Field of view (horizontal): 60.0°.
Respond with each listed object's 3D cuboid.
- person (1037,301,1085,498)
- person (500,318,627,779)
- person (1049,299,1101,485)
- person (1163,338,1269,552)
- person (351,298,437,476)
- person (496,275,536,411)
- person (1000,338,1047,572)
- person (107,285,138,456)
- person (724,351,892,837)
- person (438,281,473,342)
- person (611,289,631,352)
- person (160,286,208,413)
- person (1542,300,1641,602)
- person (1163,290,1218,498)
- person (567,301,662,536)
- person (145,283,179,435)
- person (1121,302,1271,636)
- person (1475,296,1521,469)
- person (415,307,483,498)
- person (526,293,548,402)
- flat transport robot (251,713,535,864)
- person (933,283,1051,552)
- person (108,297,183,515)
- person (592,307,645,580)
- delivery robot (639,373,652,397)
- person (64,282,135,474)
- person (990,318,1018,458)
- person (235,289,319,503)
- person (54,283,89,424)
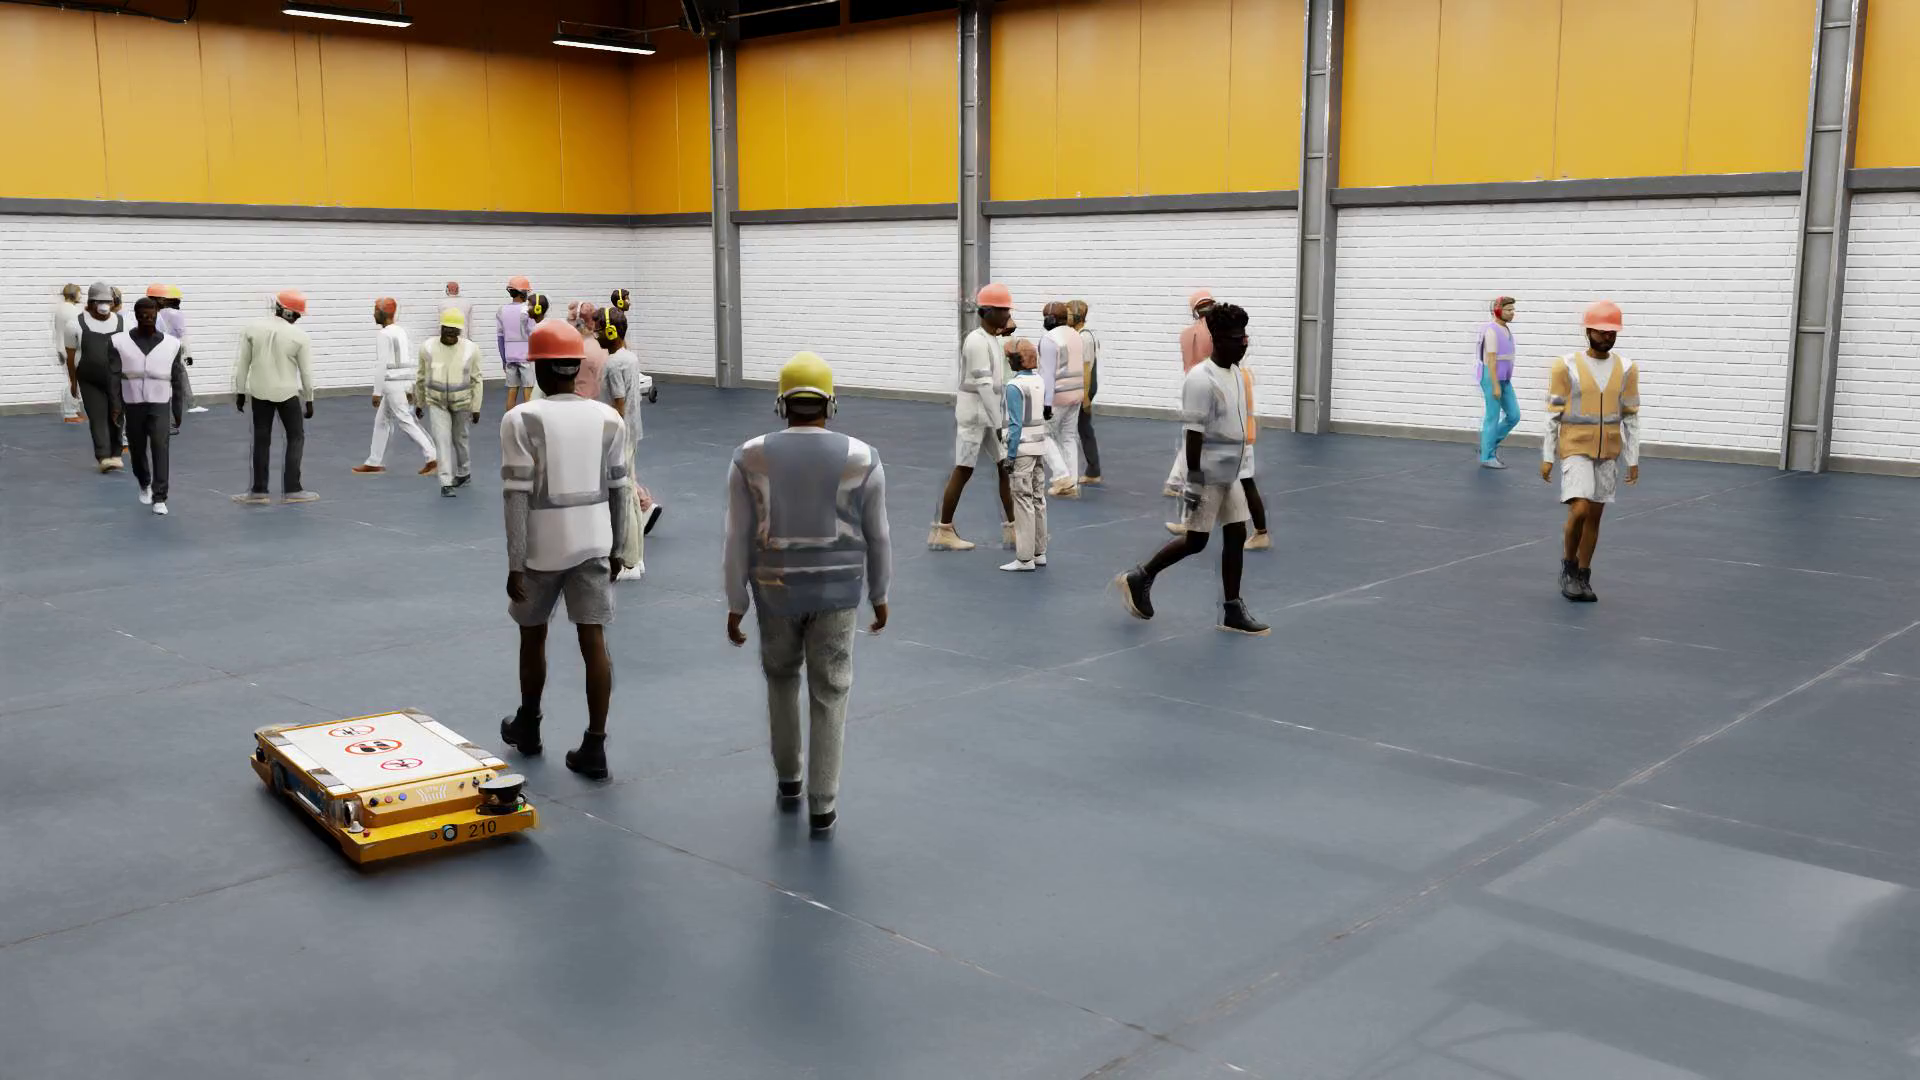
[{"bbox_3d":[0.916,-1.277,15.325,0.443,1.822,0.689,6,11,34],"label":"person"},{"bbox_3d":[-1.729,0.018,7.098,0.578,1.905,0.882,-6,11,-34],"label":"person"},{"bbox_3d":[1.099,-1.427,16.243,0.666,1.824,0.530,1,9,5],"label":"person"},{"bbox_3d":[1.960,-0.743,12.516,0.848,1.649,0.556,3,10,15],"label":"person"},{"bbox_3d":[-5.764,-1.563,17.047,1.003,1.838,0.589,0,9,0],"label":"person"},{"bbox_3d":[-5.407,-2.236,20.513,0.607,2.044,0.378,4,10,23],"label":"person"},{"bbox_3d":[0.450,-0.594,11.687,0.311,1.636,0.523,4,10,25],"label":"person"},{"bbox_3d":[-9.586,-1.928,18.955,0.629,1.937,0.373,7,11,35],"label":"person"},{"bbox_3d":[-0.575,0.184,6.401,0.627,1.804,0.744,0,9,-2],"label":"person"},{"bbox_3d":[-8.664,-3.472,28.513,0.399,1.907,0.644,9,13,43],"label":"person"},{"bbox_3d":[-4.213,-2.193,20.785,0.328,1.870,0.513,-5,10,-26],"label":"person"},{"bbox_3d":[-11.465,-2.751,24.171,0.603,1.886,0.975,7,11,35],"label":"person"},{"bbox_3d":[4.009,-0.546,10.514,0.576,1.921,0.452,0,9,-3],"label":"person"},{"bbox_3d":[2.259,-1.320,15.268,0.588,1.936,0.649,-6,11,-31],"label":"person"},{"bbox_3d":[-2.832,-0.932,13.052,0.874,1.875,0.641,3,10,15],"label":"person"},{"bbox_3d":[-10.219,-2.302,21.245,0.368,1.933,0.552,-6,11,-31],"label":"person"},{"bbox_3d":[1.391,-0.416,9.703,0.839,1.940,0.612,6,11,34],"label":"person"},{"bbox_3d":[5.702,-1.655,17.608,0.452,1.830,0.575,8,12,41],"label":"person"},{"bbox_3d":[-4.831,-1.315,15.735,0.630,1.771,0.895,-2,10,-14],"label":"person"},{"bbox_3d":[-4.557,-1.782,18.309,0.498,1.856,0.518,-1,9,-8],"label":"person"},{"bbox_3d":[-2.271,0.924,6.558,0.652,0.197,1.431,-7,12,-37],"label":"flat transport robot"},{"bbox_3d":[0.248,-0.894,12.398,0.990,2.002,0.612,3,10,16],"label":"person"},{"bbox_3d":[-7.140,-1.192,14.620,0.601,1.884,0.899,-5,10,-27],"label":"person"},{"bbox_3d":[-2.340,-0.652,11.356,0.328,1.865,0.518,0,9,1],"label":"person"},{"bbox_3d":[-5.099,-2.450,26.090,0.477,0.478,0.707,2,9,10],"label":"delivery robot"},{"bbox_3d":[-8.940,-1.732,17.432,0.699,2.000,1.033,-7,12,-38],"label":"person"},{"bbox_3d":[0.510,-1.727,18.644,0.278,1.633,0.499,5,11,28],"label":"person"},{"bbox_3d":[-6.251,-1.298,15.100,0.762,1.946,0.386,0,9,-2],"label":"person"},{"bbox_3d":[-12.102,-2.540,22.764,0.646,1.922,0.561,9,13,44],"label":"person"}]
